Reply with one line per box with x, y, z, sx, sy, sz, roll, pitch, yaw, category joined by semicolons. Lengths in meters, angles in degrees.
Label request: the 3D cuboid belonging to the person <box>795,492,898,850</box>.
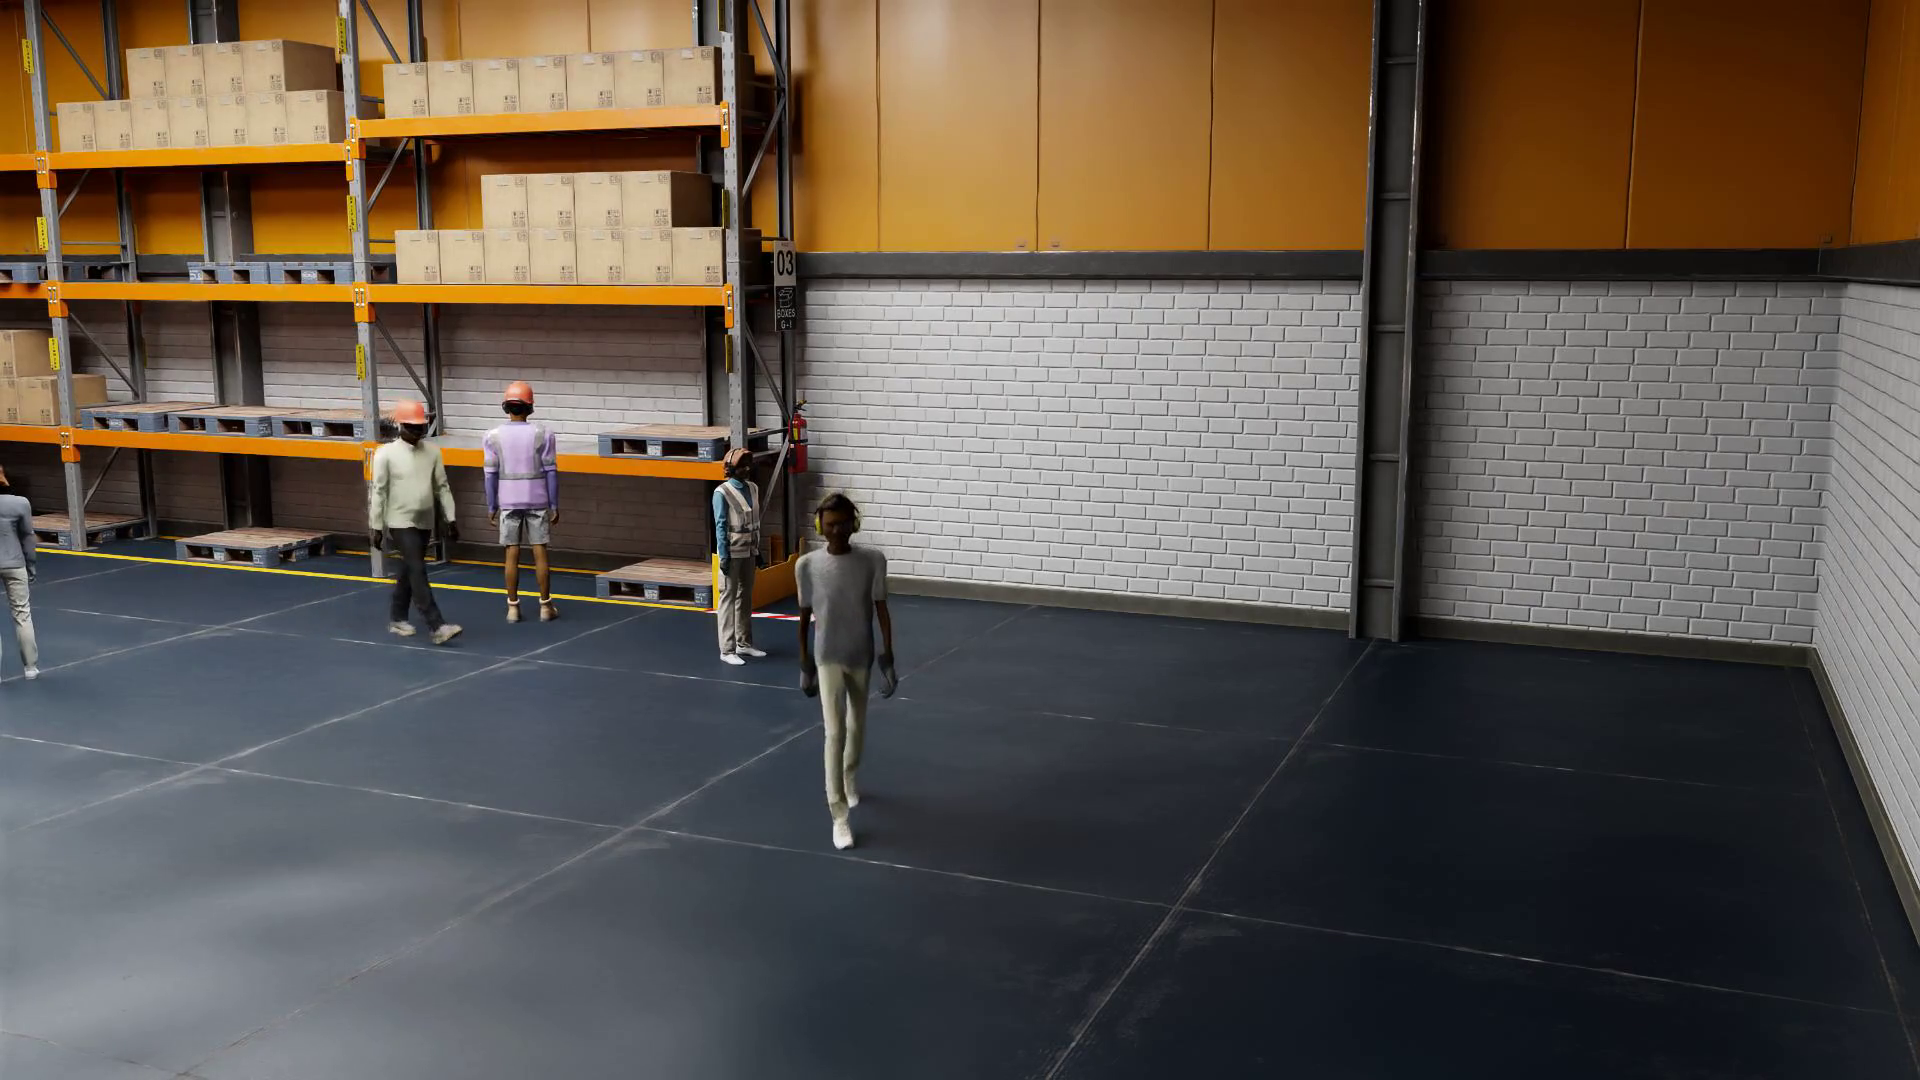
-0.621;0.635;8.928;0.514;1.835;0.942;-2;10;-13;person

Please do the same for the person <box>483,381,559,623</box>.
-3.686;-0.314;14.035;0.605;2.045;0.383;-1;9;-7;person

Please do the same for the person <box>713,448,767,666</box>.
-1.683;0.118;12.637;0.308;1.641;0.517;5;10;26;person

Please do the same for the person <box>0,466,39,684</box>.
-6.936;0.227;11.997;0.498;1.633;0.284;-8;12;-38;person

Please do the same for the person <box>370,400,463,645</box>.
-4.320;-0.144;13.304;1.009;1.936;0.646;6;11;33;person
